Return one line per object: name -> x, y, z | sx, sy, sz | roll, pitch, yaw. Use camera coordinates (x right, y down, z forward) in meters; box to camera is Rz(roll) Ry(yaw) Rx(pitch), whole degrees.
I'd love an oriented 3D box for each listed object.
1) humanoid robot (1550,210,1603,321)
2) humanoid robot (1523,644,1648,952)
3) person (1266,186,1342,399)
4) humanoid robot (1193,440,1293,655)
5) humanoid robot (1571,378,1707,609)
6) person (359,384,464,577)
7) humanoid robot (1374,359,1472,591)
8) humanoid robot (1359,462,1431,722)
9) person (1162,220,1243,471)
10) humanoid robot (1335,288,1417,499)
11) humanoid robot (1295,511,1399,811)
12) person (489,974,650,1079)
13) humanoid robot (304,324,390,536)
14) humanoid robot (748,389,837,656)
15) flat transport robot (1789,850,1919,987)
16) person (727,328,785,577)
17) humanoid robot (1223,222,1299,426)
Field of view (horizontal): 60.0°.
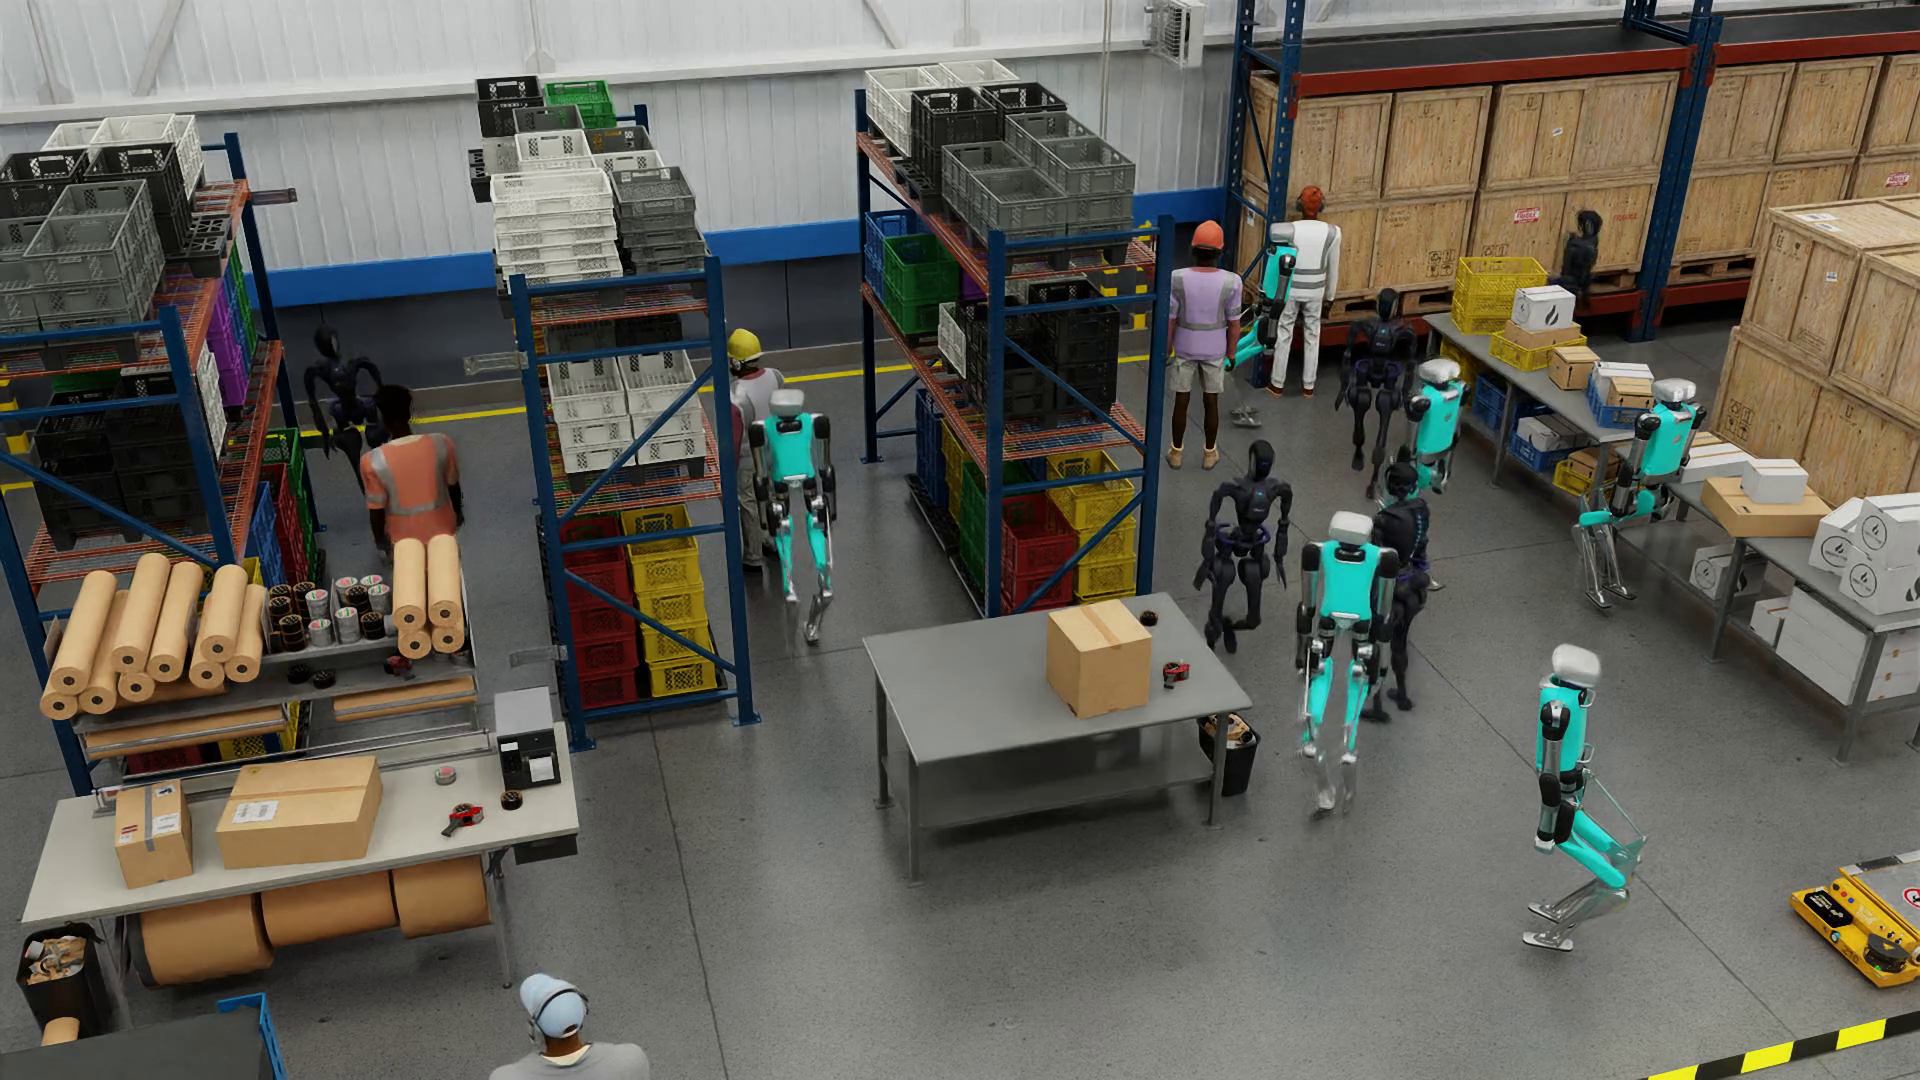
humanoid robot -> 5.300, -2.145, 14.630 | 0.598, 1.632, 0.525 | -20, 34, -31
humanoid robot -> 3.101, 1.309, 8.111 | 0.735, 1.681, 0.533 | 15, 32, 25
person -> 2.960, -2.129, 14.365 | 0.570, 1.877, 0.338 | 2, 29, 4
humanoid robot -> 1.759, 0.088, 10.535 | 0.600, 1.639, 0.447 | -5, 29, -8
humanoid robot -> 4.470, -0.378, 11.185 | 0.533, 1.677, 0.735 | -12, 31, -21
person -> -3.487, -0.125, 10.653 | 0.621, 1.938, 0.754 | -15, 32, -25
humanoid robot -> 3.097, -0.486, 11.513 | 0.547, 1.733, 1.010 | -17, 33, -28
humanoid robot -> 2.660, 0.307, 10.145 | 0.612, 1.629, 0.399 | -22, 36, -34
person -> 1.881, -1.511, 13.072 | 0.607, 2.043, 0.373 | 4, 29, 6
humanoid robot -> 3.228, -1.188, 12.905 | 0.589, 1.628, 0.769 | 8, 30, 14
humanoid robot -> 2.086, 0.782, 9.218 | 0.554, 1.774, 0.815 | 8, 30, 14
person -> -1.406, 2.355, 6.233 | 0.591, 1.852, 0.362 | -8, 30, -15
humanoid robot -> -4.442, -0.857, 12.324 | 0.628, 1.643, 0.626 | -6, 29, -11
humanoid robot -> -1.033, -0.006, 10.765 | 0.547, 1.898, 0.701 | -6, 29, -10
flat transport robot -> 5.163, 1.916, 8.676 | 1.431, 0.231, 0.659 | -8, 30, -14
person -> -1.465, -0.612, 11.650 | 0.404, 1.833, 0.589 | 17, 33, 28
humanoid robot -> 2.384, -1.788, 13.810 | 0.720, 1.715, 0.530 | 0, 29, 0
